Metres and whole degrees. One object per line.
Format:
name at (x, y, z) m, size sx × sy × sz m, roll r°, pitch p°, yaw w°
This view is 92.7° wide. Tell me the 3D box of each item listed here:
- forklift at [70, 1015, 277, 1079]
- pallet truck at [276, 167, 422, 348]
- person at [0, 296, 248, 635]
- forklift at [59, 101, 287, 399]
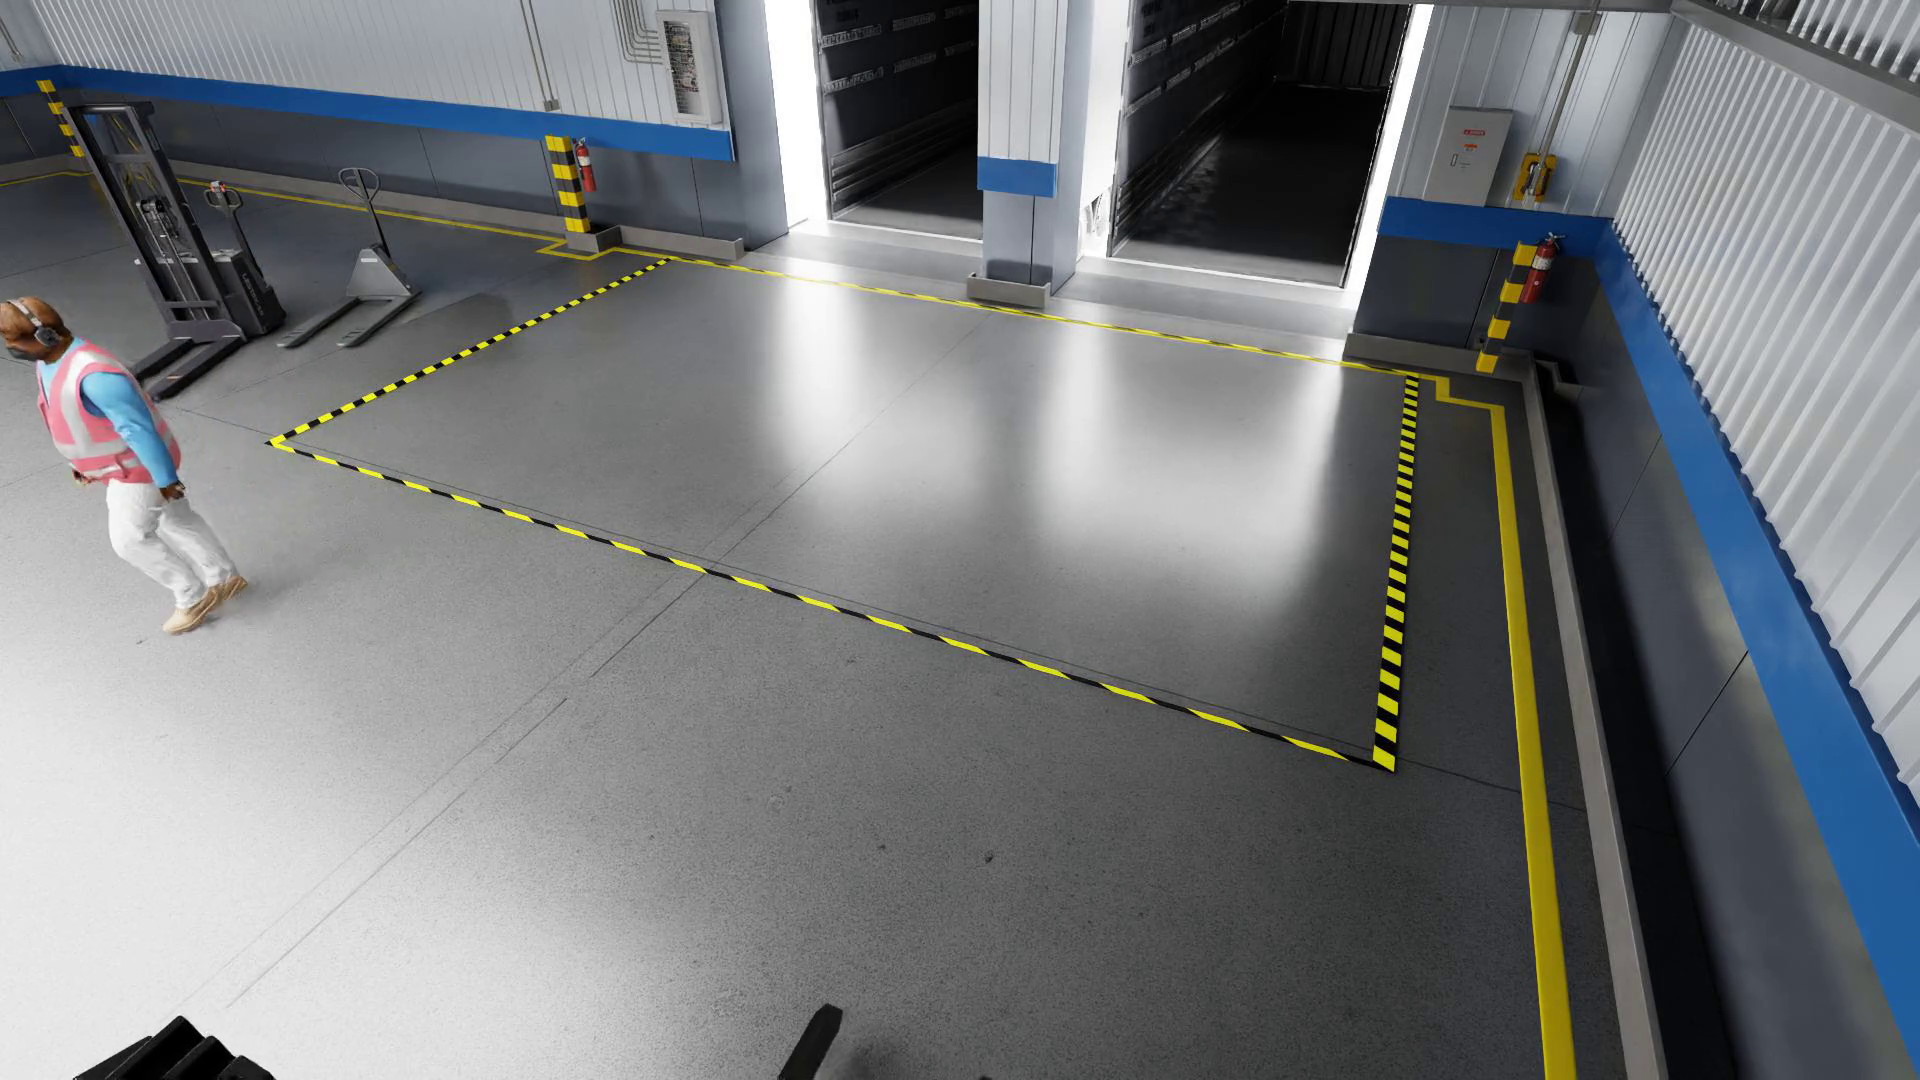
forklift at (-1.141, 2.102, 0.703) m, size 1.157 × 2.036 × 2.680 m, roll 14°, pitch 37°, yaw 20°
pallet truck at (-5.732, -2.611, 8.414) m, size 0.680 × 1.201 × 1.601 m, roll -1°, pitch 35°, yaw -1°
person at (-4.266, -0.366, 4.695) m, size 0.617 × 1.822 × 0.472 m, roll 26°, pitch 43°, yaw 32°
forklift at (-6.686, -2.387, 7.434) m, size 0.823 × 1.965 × 1.885 m, roll -3°, pitch 35°, yaw -5°
